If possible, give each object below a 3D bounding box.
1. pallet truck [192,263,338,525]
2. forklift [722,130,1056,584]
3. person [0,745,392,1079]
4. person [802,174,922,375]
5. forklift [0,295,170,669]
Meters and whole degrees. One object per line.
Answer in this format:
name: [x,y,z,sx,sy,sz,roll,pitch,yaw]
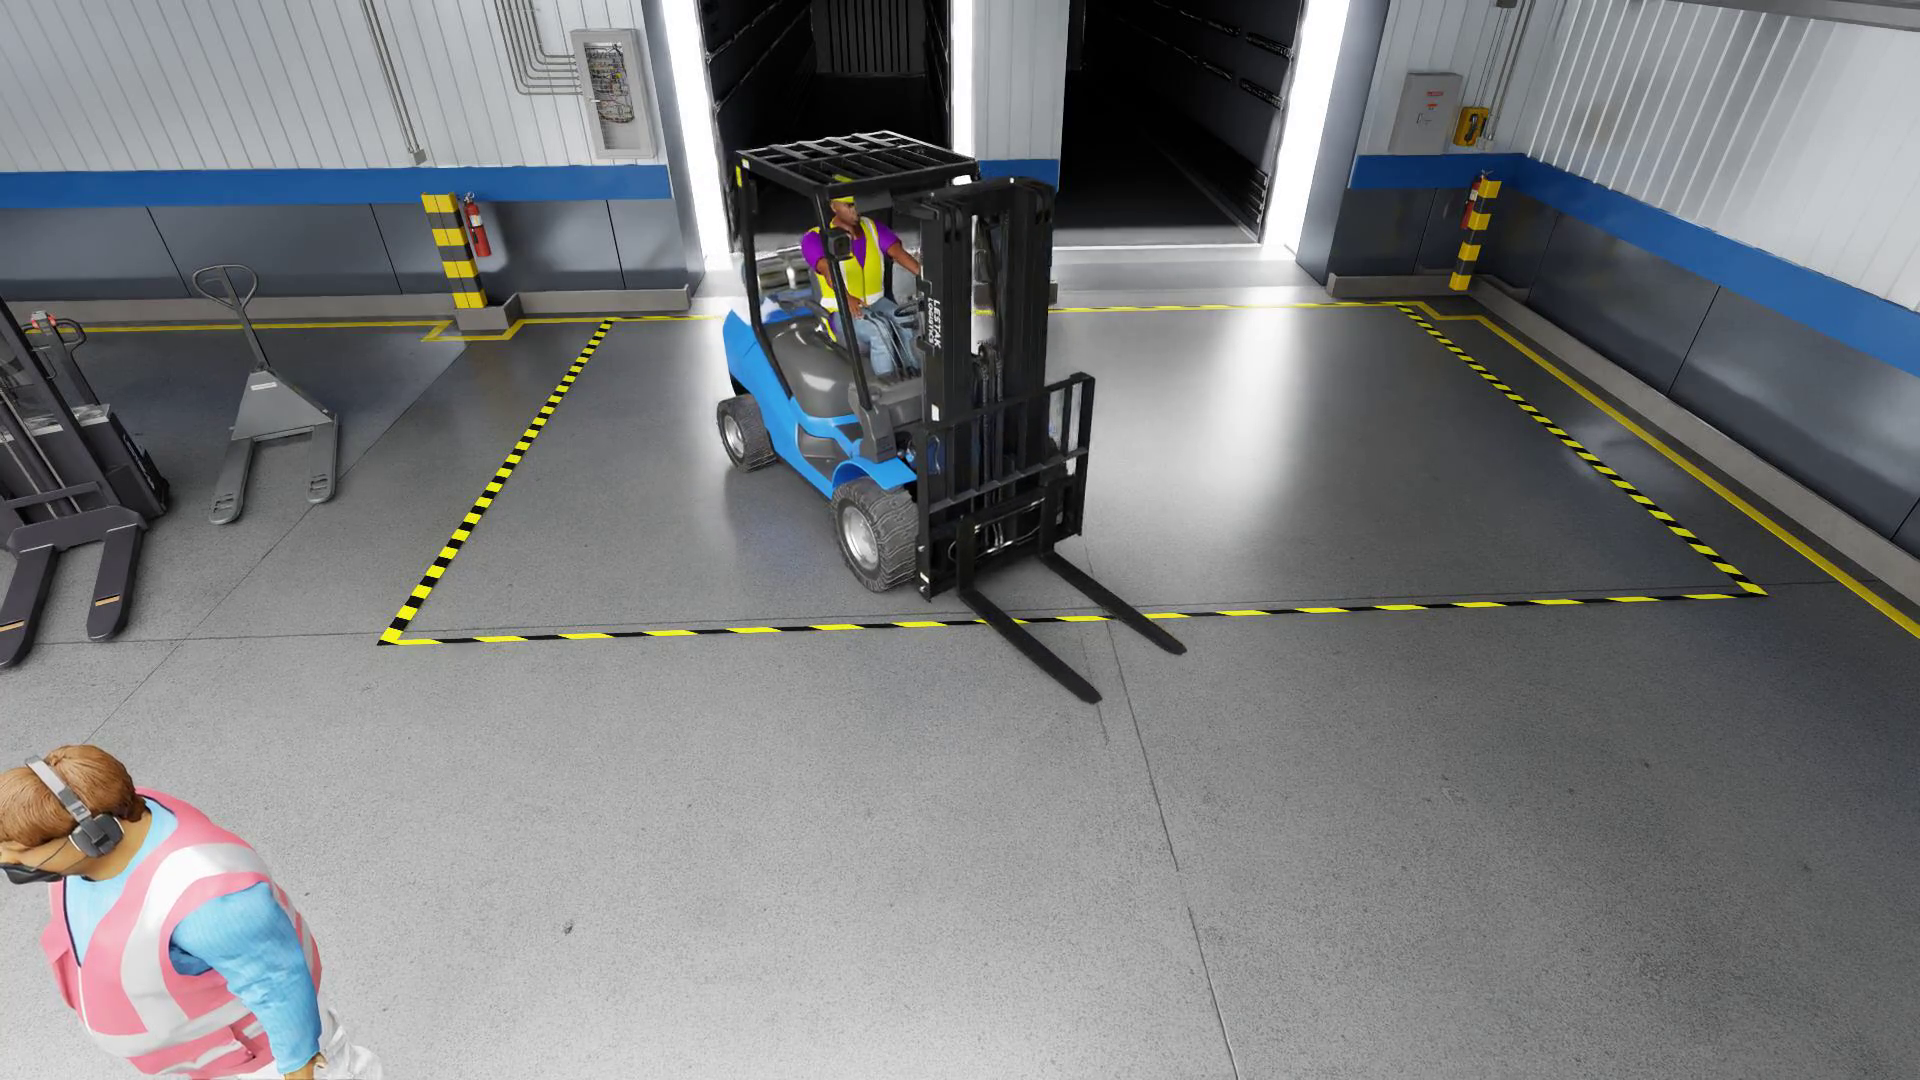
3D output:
pallet truck: [-4.778,-1.027,6.128,0.680,1.201,1.601,-17,38,-23]
forklift: [-0.508,-1.272,5.507,1.157,2.036,2.680,-22,41,-29]
person: [-1.887,1.216,2.378,0.620,1.844,0.429,16,38,21]
person: [-0.480,-1.395,5.356,0.635,1.294,1.004,-22,41,-29]
forklift: [-5.212,-0.618,4.878,0.823,1.965,1.885,-20,39,-26]
